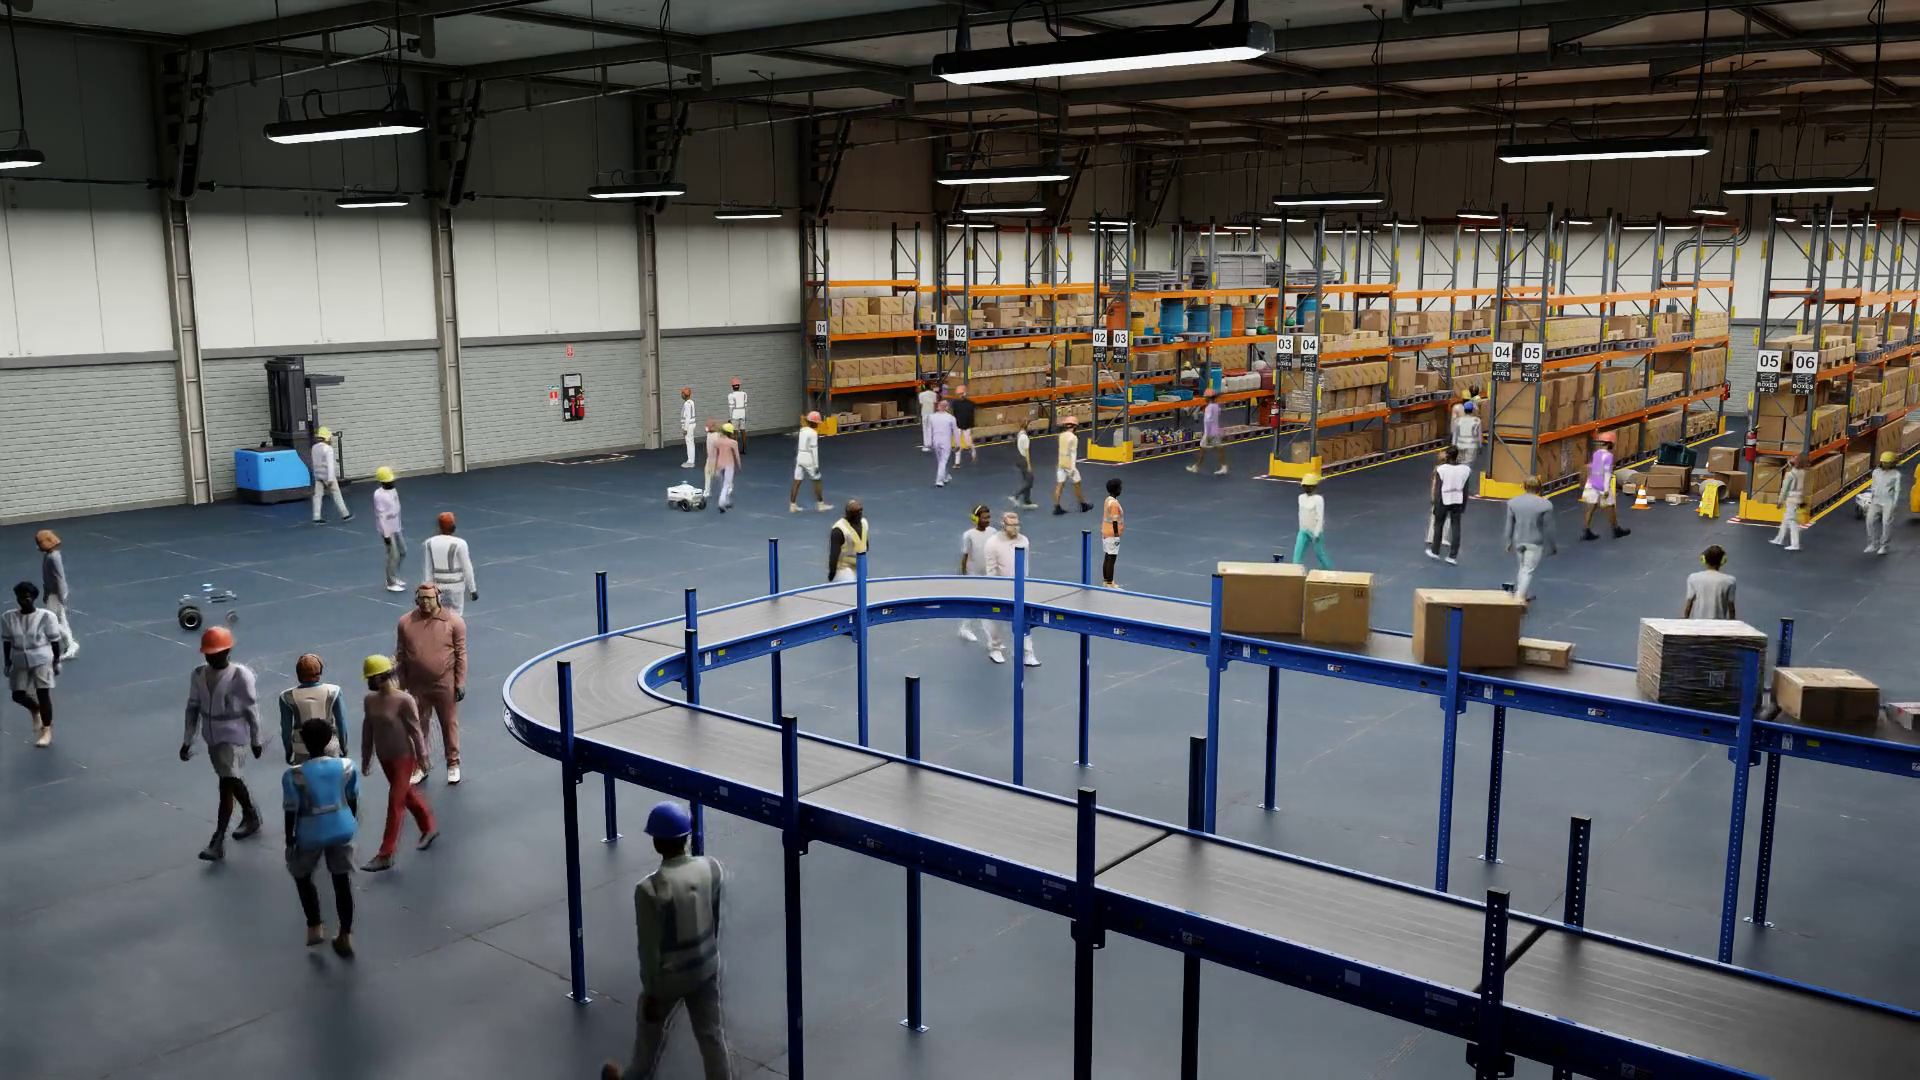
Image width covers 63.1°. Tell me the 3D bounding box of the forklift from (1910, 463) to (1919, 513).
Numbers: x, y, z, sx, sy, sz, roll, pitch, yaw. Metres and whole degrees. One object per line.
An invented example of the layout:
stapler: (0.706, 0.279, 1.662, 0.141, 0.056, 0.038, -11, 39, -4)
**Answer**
forklift: (19.034, -1.348, 28.998, 2.313, 2.155, 1.214, 8, 13, 37)

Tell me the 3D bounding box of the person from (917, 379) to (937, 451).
person: (-0.865, -3.210, 40.337, 0.515, 1.855, 0.401, -5, 11, -24)

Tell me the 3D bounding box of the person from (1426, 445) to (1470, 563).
person: (7.949, -0.609, 25.553, 0.621, 1.889, 0.845, -1, 10, -8)

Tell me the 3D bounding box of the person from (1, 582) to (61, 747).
person: (-9.347, 1.226, 15.807, 0.545, 1.682, 0.441, -2, 10, -10)

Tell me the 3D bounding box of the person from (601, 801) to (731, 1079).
person: (-1.626, 2.371, 8.759, 1.002, 1.895, 0.646, 9, 13, 40)

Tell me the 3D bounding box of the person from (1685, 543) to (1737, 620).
person: (8.063, 0.960, 16.855, 0.532, 1.851, 0.598, 9, 13, 41)

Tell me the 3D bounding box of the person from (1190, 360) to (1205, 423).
person: (7.326, -4.528, 47.562, 0.662, 1.909, 0.779, 8, 13, 38)

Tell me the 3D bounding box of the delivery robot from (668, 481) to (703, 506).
delivery robot: (-5.432, -0.917, 30.919, 0.707, 0.478, 0.477, 7, 12, 35)

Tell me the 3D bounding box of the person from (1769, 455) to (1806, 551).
person: (14.029, -0.645, 26.563, 0.536, 1.609, 0.741, -7, 12, -33)

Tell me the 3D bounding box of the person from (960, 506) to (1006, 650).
person: (0.270, 0.447, 19.847, 0.536, 1.825, 0.995, -8, 13, -39)

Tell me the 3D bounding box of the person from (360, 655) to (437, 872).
person: (-4.598, 1.767, 12.704, 0.546, 1.706, 0.895, 5, 11, 25)

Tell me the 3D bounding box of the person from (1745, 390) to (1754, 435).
person: (20.965, -3.327, 41.096, 0.607, 1.814, 0.684, 5, 11, 27)

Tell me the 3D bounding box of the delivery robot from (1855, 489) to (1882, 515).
delivery robot: (17.355, -0.726, 29.846, 0.477, 0.478, 0.707, 3, 11, 18)

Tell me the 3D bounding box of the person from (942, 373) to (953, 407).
person: (-0.304, -3.700, 43.178, 0.566, 1.825, 0.667, 8, 13, 39)

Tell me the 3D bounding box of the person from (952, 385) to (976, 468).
person: (0.098, -2.705, 37.148, 0.619, 1.969, 0.764, 5, 11, 25)

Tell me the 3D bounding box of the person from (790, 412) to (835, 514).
person: (-2.893, -1.499, 30.364, 0.868, 1.977, 0.637, -8, 13, -39)

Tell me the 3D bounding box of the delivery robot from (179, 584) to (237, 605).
delivery robot: (-10.112, 0.713, 21.015, 0.698, 0.223, 0.335, -5, 11, -27)

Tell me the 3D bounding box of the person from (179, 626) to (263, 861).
person: (-6.112, 1.640, 12.934, 0.548, 1.887, 0.948, 3, 10, 16)

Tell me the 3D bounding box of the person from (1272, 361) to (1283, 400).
person: (10.490, -5.249, 51.529, 0.964, 1.956, 0.626, -8, 13, -39)

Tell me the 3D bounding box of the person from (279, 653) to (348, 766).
person: (-5.354, 1.749, 13.009, 0.511, 1.640, 0.308, -4, 11, -22)

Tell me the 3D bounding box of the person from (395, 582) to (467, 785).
person: (-4.931, 1.330, 14.602, 0.643, 1.913, 0.411, -1, 10, -6)

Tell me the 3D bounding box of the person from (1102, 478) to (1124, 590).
person: (2.259, -0.074, 23.102, 0.318, 1.699, 0.534, -1, 10, -6)

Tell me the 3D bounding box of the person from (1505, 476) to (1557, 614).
person: (8.024, 0.043, 21.873, 0.939, 1.900, 0.641, -8, 13, -40)

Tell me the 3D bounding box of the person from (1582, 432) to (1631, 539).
person: (11.384, -0.950, 27.456, 0.930, 1.895, 0.574, -2, 10, -11)

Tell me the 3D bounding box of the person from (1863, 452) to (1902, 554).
person: (15.338, -0.613, 26.029, 0.592, 1.721, 0.503, -6, 12, -32)

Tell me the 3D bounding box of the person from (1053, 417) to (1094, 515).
person: (2.172, -1.447, 30.317, 0.928, 1.877, 0.545, -8, 13, -39)

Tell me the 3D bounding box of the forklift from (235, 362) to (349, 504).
forklift: (-13.803, -2.244, 32.110, 1.129, 2.768, 1.873, 8, 13, 37)

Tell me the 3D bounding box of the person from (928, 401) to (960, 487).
person: (-0.340, -2.112, 34.145, 0.667, 1.853, 1.014, 4, 11, 23)

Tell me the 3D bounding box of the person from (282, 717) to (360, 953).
person: (-4.491, 2.083, 11.017, 0.573, 1.673, 0.469, -9, 14, -42)

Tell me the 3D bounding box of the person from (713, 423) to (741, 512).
person: (-4.625, -1.435, 30.724, 0.512, 1.732, 0.883, 4, 11, 22)

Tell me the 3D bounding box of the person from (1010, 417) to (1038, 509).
person: (1.284, -1.501, 30.744, 0.453, 1.833, 0.537, -1, 10, -7)

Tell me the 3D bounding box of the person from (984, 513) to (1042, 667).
person: (0.624, 0.610, 18.771, 0.641, 1.865, 0.948, -5, 11, -26)

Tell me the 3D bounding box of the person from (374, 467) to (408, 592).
person: (-8.427, -0.161, 23.095, 0.392, 1.880, 0.697, 0, 10, 3)

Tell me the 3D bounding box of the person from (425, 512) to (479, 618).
person: (-6.139, 0.579, 18.946, 0.581, 1.868, 0.412, 5, 11, 25)

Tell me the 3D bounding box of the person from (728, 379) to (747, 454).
person: (-5.640, -3.117, 39.584, 0.542, 1.929, 0.374, -9, 14, -42)

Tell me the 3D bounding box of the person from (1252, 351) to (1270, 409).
person: (9.998, -5.342, 52.112, 0.614, 1.939, 0.888, 5, 11, 24)

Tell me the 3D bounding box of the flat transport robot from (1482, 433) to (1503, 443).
flat transport robot: (14.637, -2.790, 42.522, 1.431, 0.197, 0.652, -4, 11, -22)

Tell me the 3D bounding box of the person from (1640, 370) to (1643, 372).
person: (19.339, -3.938, 44.590, 0.633, 1.792, 0.949, 10, 14, 44)

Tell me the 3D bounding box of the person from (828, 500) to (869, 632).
person: (-1.528, 0.338, 20.551, 0.706, 1.799, 0.643, 7, 12, 33)

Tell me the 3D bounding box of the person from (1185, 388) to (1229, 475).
person: (5.731, -2.482, 35.857, 1.072, 1.986, 0.633, 7, 12, 34)

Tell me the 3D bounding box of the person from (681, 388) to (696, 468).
person: (-6.480, -2.679, 37.250, 0.355, 1.881, 0.576, 0, 10, -1)

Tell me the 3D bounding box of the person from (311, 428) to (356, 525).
person: (-11.743, -1.200, 29.153, 0.605, 1.786, 0.893, 5, 11, 28)

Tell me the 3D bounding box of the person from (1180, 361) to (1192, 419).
person: (7.044, -4.649, 48.505, 0.614, 1.818, 0.463, 8, 13, 38)

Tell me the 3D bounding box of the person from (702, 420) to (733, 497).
person: (-5.083, -1.705, 32.568, 0.729, 1.616, 0.518, -6, 12, -32)

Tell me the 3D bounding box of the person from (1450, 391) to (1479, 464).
person: (11.746, -2.529, 36.433, 0.605, 1.875, 0.993, 3, 11, 18)

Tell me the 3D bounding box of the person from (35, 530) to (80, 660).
person: (-11.080, 0.673, 19.135, 0.362, 1.616, 0.496, -7, 12, -34)

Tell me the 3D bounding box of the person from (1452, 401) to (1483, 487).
person: (10.827, -2.013, 33.439, 0.605, 1.909, 0.963, 7, 12, 36)

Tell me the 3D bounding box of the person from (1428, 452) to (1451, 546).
person: (8.343, -0.709, 26.904, 0.581, 1.619, 0.518, 4, 11, 24)

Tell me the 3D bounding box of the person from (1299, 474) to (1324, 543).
person: (5.265, -0.147, 23.484, 0.931, 1.720, 0.536, -7, 12, -33)

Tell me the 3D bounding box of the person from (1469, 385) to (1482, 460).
person: (12.633, -2.895, 38.576, 0.429, 1.844, 0.622, 3, 11, 18)
